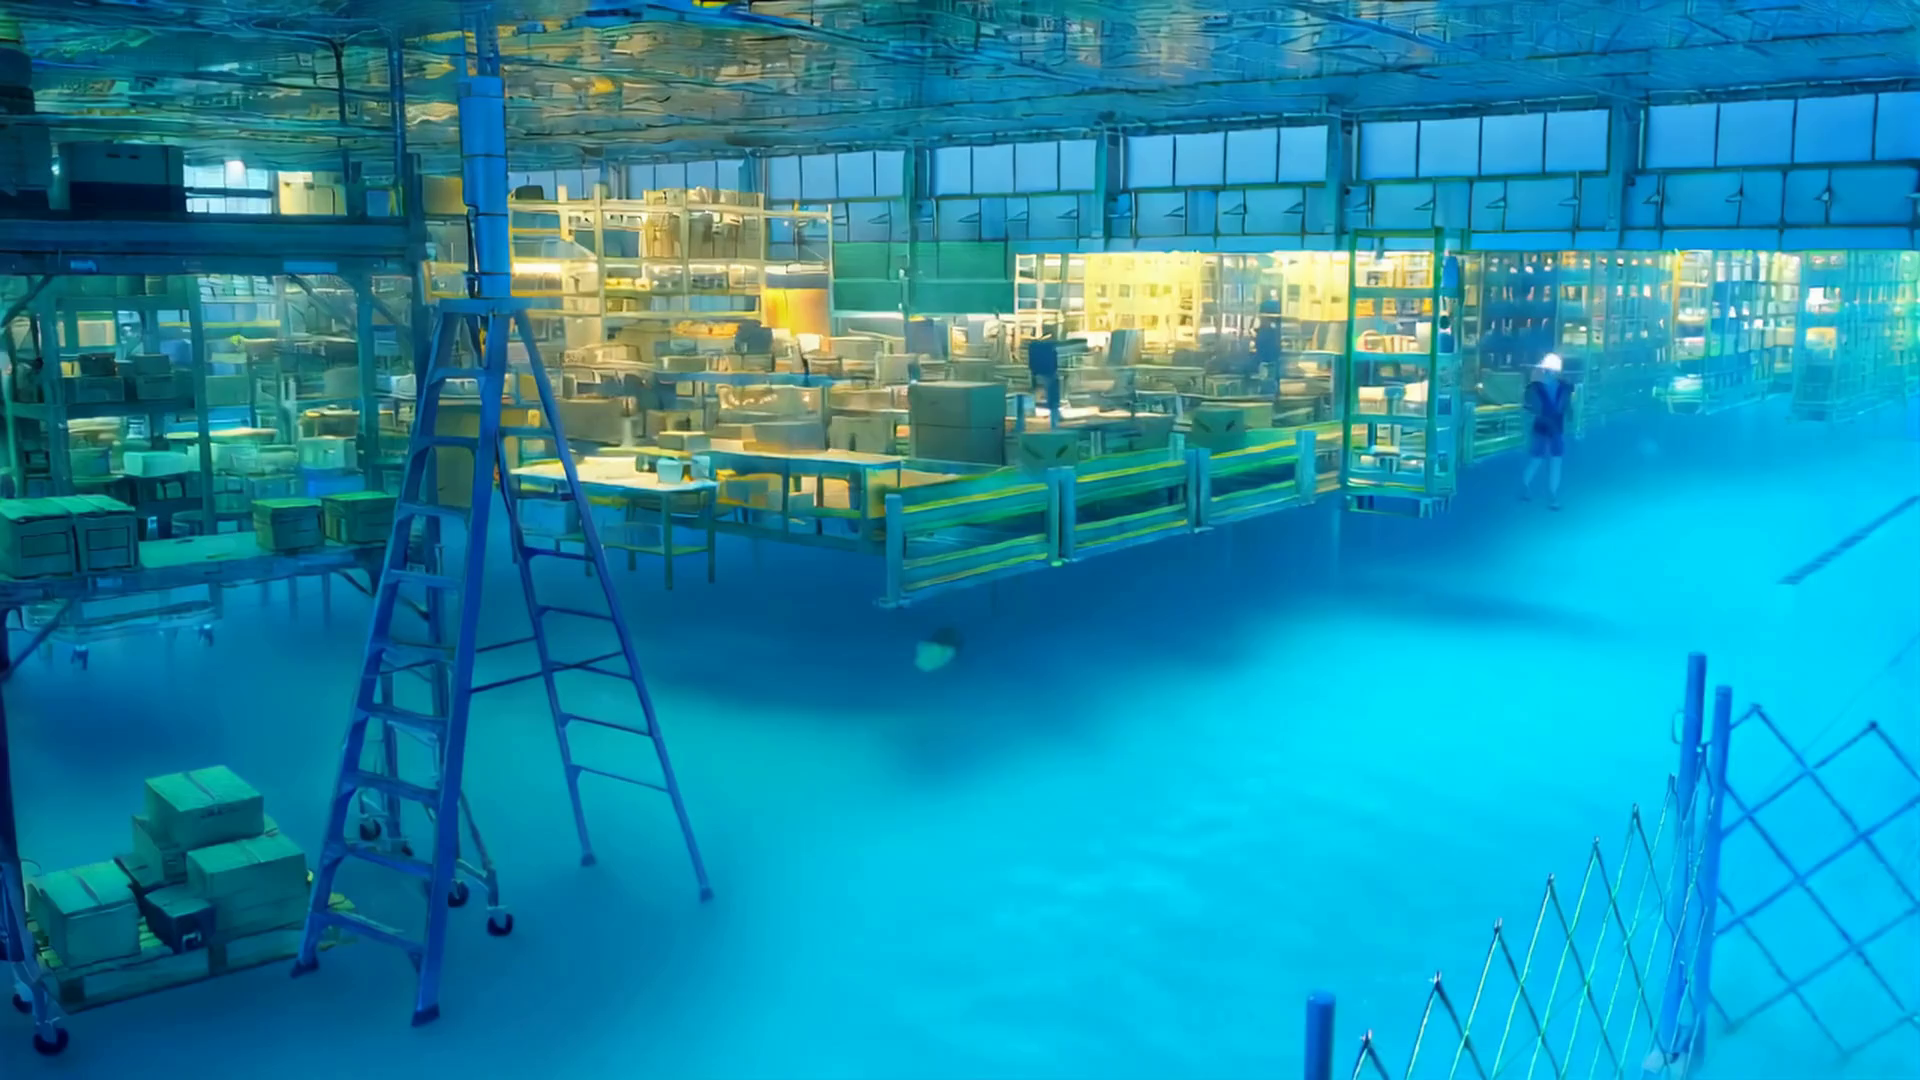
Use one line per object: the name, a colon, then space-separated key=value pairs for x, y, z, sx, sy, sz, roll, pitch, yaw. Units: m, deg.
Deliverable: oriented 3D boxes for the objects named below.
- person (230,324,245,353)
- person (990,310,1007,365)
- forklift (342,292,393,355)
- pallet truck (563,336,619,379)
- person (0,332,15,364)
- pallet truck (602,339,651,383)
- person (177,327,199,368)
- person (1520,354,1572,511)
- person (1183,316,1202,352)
person: x=-19.697 y=-5.035 z=45.264 sx=0.550 sy=1.663 sz=0.855 roll=5 pitch=11 yaw=30
person: x=1.233 y=-6.619 z=54.606 sx=0.586 sy=1.833 sz=0.403 roll=6 pitch=11 yaw=32
forklift: x=-16.485 y=-5.622 z=45.120 sx=1.129 sy=2.768 sz=1.873 roll=7 pitch=11 yaw=37
pallet truck: x=-10.690 y=-5.294 z=48.215 sx=1.601 sy=1.201 sz=0.680 roll=-5 pitch=10 yaw=-26
person: x=-22.021 y=-4.021 z=38.479 sx=0.599 sy=1.809 sz=0.769 roll=6 pitch=11 yaw=31
pallet truck: x=-8.991 y=-4.871 z=45.351 sx=0.653 sy=1.274 sz=1.630 roll=7 pitch=11 yaw=37
person: x=-18.714 y=-4.297 z=40.441 sx=0.533 sy=1.731 sz=0.864 roll=8 pitch=12 yaw=41
person: x=7.584 y=-1.418 z=21.602 sx=0.614 sy=2.021 sz=0.850 roll=0 pitch=9 yaw=-1
person: x=6.341 y=-5.207 z=45.585 sx=0.604 sy=1.893 sz=0.993 roll=5 pitch=11 yaw=30
